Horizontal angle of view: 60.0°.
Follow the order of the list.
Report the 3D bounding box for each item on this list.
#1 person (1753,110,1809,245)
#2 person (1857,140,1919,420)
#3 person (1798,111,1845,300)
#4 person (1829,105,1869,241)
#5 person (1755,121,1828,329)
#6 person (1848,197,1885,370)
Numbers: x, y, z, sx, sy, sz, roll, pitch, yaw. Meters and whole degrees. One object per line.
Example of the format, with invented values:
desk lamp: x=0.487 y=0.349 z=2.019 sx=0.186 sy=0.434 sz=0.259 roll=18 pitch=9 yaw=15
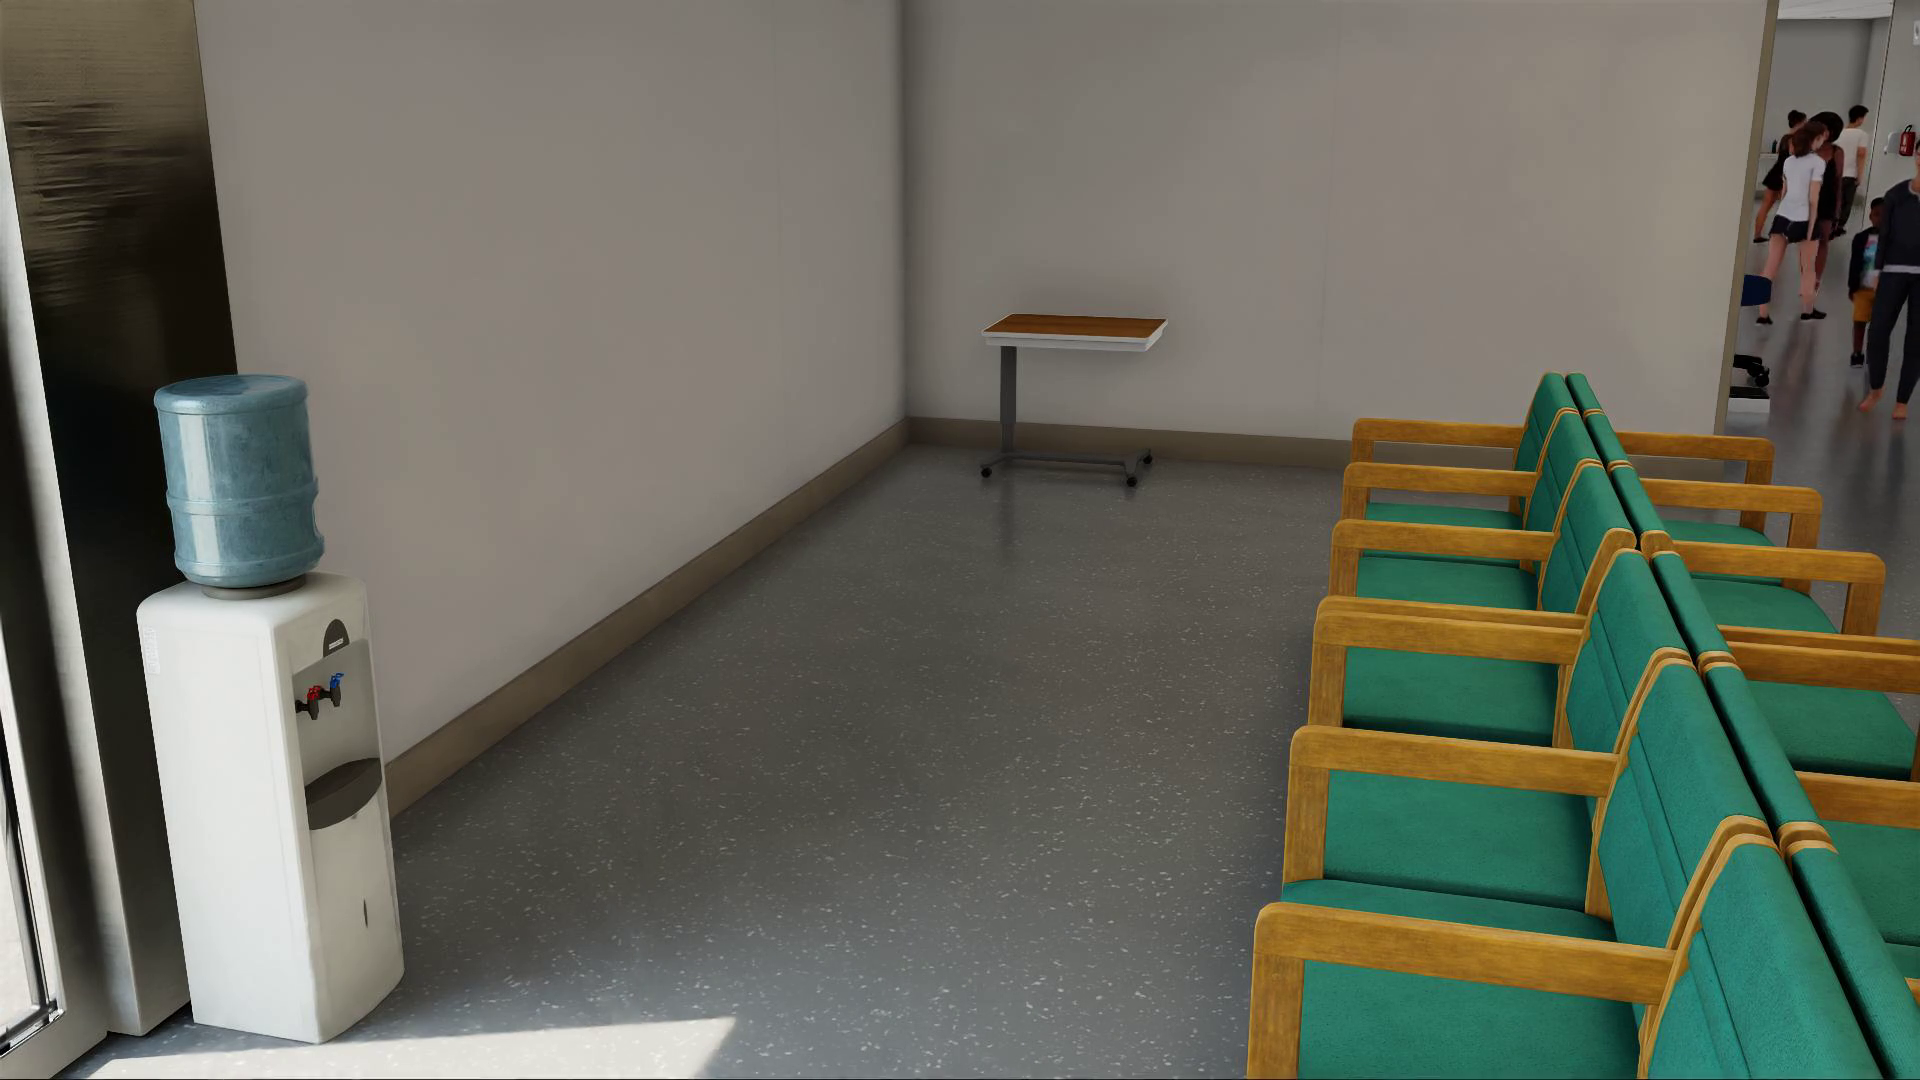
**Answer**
person: x=10.377 y=-4.588 z=21.101 sx=0.840 sy=1.661 sz=0.659 roll=0 pitch=16 yaw=0
person: x=6.028 y=-1.652 z=10.507 sx=0.644 sy=1.759 sz=0.754 roll=10 pitch=18 yaw=31
person: x=8.126 y=-3.138 z=15.784 sx=1.016 sy=1.756 sz=0.827 roll=9 pitch=18 yaw=30
person: x=11.384 y=-4.709 z=21.431 sx=0.982 sy=1.685 sz=0.915 roll=12 pitch=20 yaw=37
person: x=6.991 y=-2.621 z=14.033 sx=1.057 sy=1.709 sz=1.020 roll=-12 pitch=20 yaw=-36
person: x=6.774 y=-1.889 z=12.290 sx=0.879 sy=1.247 sz=0.735 roll=9 pitch=18 yaw=30
